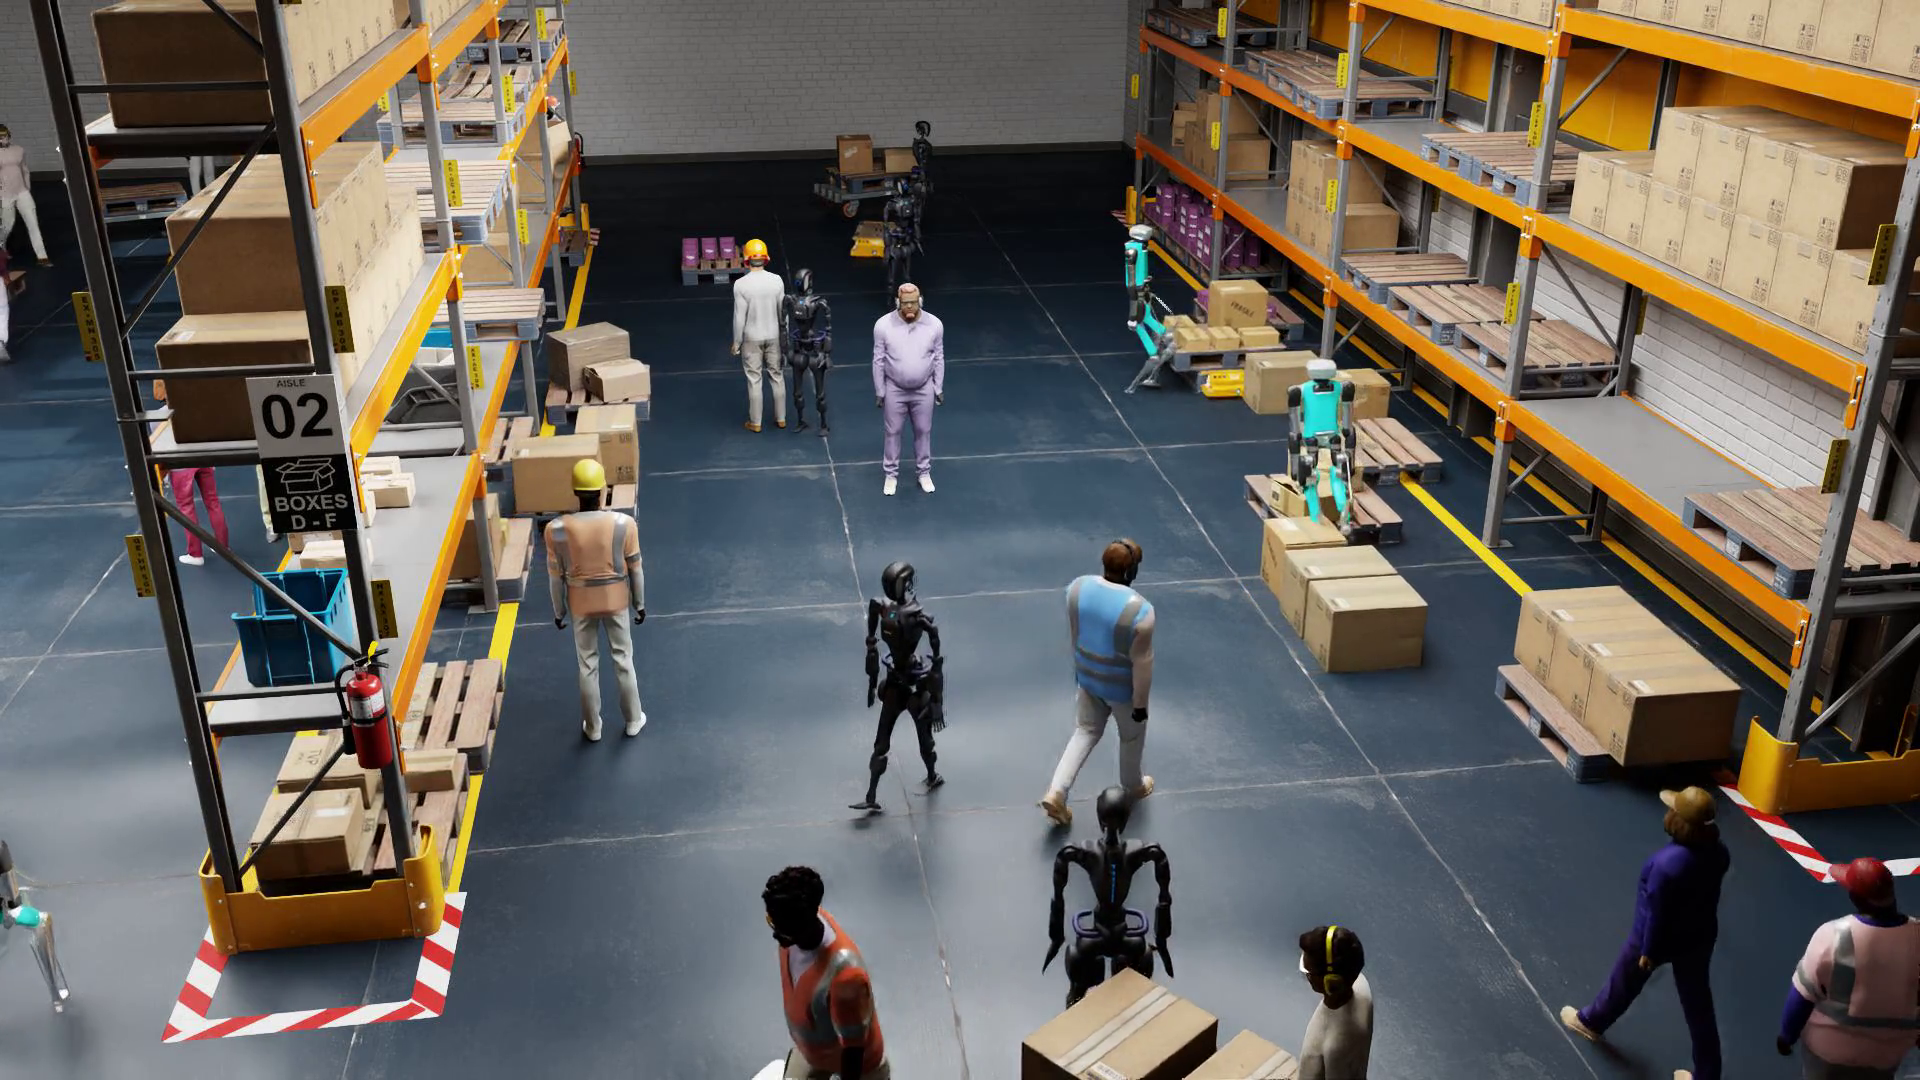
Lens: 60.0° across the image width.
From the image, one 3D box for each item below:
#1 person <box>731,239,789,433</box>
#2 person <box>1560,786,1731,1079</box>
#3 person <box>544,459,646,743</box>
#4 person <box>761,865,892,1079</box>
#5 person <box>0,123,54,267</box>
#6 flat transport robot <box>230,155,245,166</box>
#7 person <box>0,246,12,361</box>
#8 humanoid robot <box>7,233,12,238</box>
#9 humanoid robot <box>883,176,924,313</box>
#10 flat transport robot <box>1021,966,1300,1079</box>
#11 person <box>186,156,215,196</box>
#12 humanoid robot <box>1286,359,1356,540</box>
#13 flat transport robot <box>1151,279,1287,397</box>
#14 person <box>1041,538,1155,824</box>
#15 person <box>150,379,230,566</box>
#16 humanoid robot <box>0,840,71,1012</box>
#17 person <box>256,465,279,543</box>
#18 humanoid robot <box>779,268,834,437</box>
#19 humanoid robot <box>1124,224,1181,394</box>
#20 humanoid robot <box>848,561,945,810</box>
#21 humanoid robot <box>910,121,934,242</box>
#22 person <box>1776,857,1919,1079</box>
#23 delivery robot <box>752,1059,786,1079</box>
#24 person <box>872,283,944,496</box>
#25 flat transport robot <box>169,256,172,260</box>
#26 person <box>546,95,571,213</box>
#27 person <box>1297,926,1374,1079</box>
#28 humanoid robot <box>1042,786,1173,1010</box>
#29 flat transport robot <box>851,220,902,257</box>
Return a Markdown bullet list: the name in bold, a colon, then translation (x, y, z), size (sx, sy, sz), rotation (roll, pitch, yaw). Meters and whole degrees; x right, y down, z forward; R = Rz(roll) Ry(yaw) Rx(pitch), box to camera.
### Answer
- **person**: translation (-1.944, -1.981, 16.170), size (0.584, 1.894, 0.373), rotation (-11, 26, -24)
- **person**: translation (3.347, 1.853, 7.826), size (0.453, 1.583, 0.827), rotation (-10, 25, -21)
- **person**: translation (-2.329, 0.396, 10.715), size (0.590, 1.925, 0.382), rotation (-5, 24, -11)
- **person**: translation (-0.517, 2.096, 6.907), size (1.086, 1.877, 0.610), rotation (-19, 30, -36)
- **person**: translation (-12.646, -4.603, 22.140), size (0.912, 1.911, 0.627), rotation (15, 28, 31)
- **flat transport robot**: translation (-10.053, -5.029, 25.135), size (0.659, 0.231, 1.431), rotation (13, 27, 28)
- **person**: translation (-10.737, -2.910, 18.257), size (0.491, 1.920, 0.809), rotation (-8, 25, -17)
- **humanoid robot**: translation (-13.794, -5.159, 23.687), size (0.607, 1.648, 0.439), rotation (-12, 27, -26)
- **humanoid robot**: translation (-0.706, -3.555, 20.023), size (0.585, 1.653, 0.329), rotation (-21, 31, -39)
- **flat transport robot**: translation (0.944, 2.860, 7.163), size (0.659, 0.231, 1.431), rotation (22, 32, 40)
- **person**: translation (-11.613, -5.988, 25.378), size (0.430, 1.834, 0.628), rotation (10, 26, 22)
- **humanoid robot**: translation (2.841, -0.447, 12.905), size (0.573, 1.794, 0.815), rotation (-2, 24, -3)
- **flat transport robot**: translation (2.786, -1.851, 17.896), size (0.659, 0.231, 1.431), rotation (-3, 24, -8)
- **person**: translation (0.862, 0.847, 9.826), size (0.621, 1.817, 0.822), rotation (19, 30, 36)
- **person**: translation (-6.178, -0.583, 13.315), size (0.291, 1.628, 0.499), rotation (16, 28, 32)
- **humanoid robot**: translation (-4.781, 1.658, 8.103), size (0.531, 1.795, 0.798), rotation (-4, 24, -9)
- **person**: translation (-5.661, -0.830, 13.731), size (0.565, 1.743, 0.346), rotation (-12, 27, -26)
- **humanoid robot**: translation (-1.476, -1.811, 16.051), size (0.583, 1.654, 0.325), rotation (8, 25, 18)
- **humanoid robot**: translation (2.008, -2.355, 17.220), size (0.765, 1.790, 0.551), rotation (8, 25, 18)
- **humanoid robot**: translation (-0.336, 0.897, 9.927), size (0.589, 1.632, 0.760), rotation (15, 28, 31)
- **humanoid robot**: translation (-0.535, -5.077, 23.474), size (0.315, 1.657, 0.599), rotation (2, 24, 4)
- **person**: translation (3.799, 2.122, 7.026), size (0.633, 1.724, 0.494), rotation (4, 24, 8)
- **delivery robot**: translation (-0.893, 2.635, 7.308), size (0.499, 0.585, 0.765), rotation (15, 28, 30)
- **person**: translation (-0.445, -1.325, 14.659), size (0.638, 1.910, 0.409), rotation (-4, 24, -8)
- **flat transport robot**: translation (-10.187, -4.072, 22.955), size (0.659, 0.231, 1.431), rotation (4, 24, 10)
- **person**: translation (-6.122, -5.834, 25.120), size (0.324, 1.751, 0.558), rotation (-17, 29, -34)
- **person**: translation (1.406, 2.285, 6.490), size (0.327, 1.865, 0.516), rotation (8, 25, 18)
- **humanoid robot**: translation (0.689, 1.868, 7.671), size (0.609, 1.652, 0.376), rotation (0, 24, -1)
- **flat transport robot**: translation (-1.134, -4.228, 23.311), size (0.659, 0.231, 1.431), rotation (1, 24, 2)
